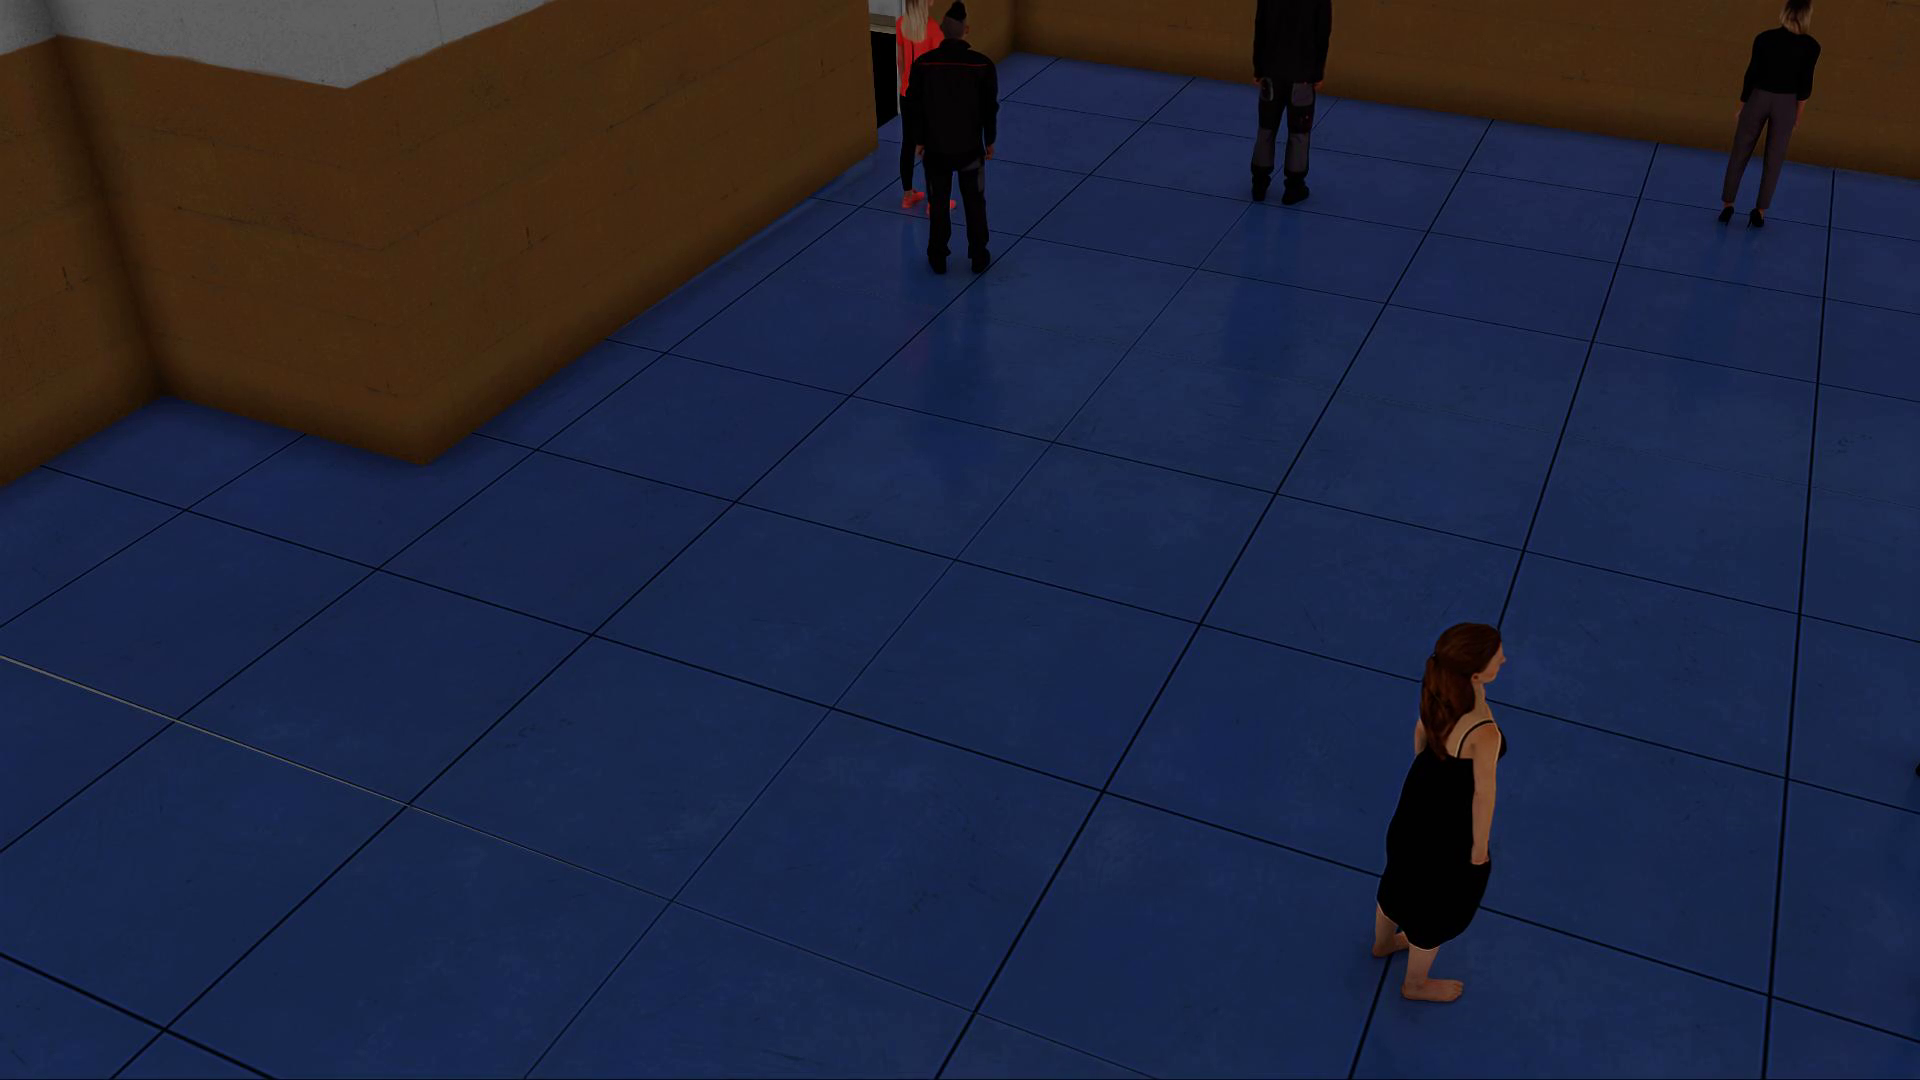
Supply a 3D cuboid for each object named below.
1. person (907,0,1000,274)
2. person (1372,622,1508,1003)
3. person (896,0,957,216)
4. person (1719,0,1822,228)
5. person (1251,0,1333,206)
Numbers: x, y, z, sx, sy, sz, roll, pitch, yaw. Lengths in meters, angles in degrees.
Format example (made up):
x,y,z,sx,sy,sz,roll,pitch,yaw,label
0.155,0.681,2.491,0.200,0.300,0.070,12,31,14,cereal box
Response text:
x,y,z,sx,sy,sz,roll,pitch,yaw,label
-0.032,-2.691,11.139,0.699,1.860,0.897,2,34,3,person
1.702,0.955,5.892,0.742,1.624,0.688,-10,35,-14,person
-0.274,-3.222,12.109,0.535,1.694,0.697,23,40,31,person
5.765,-3.043,11.860,0.483,1.671,0.668,17,37,24,person
2.410,-3.437,12.205,0.513,1.946,0.753,14,36,20,person
